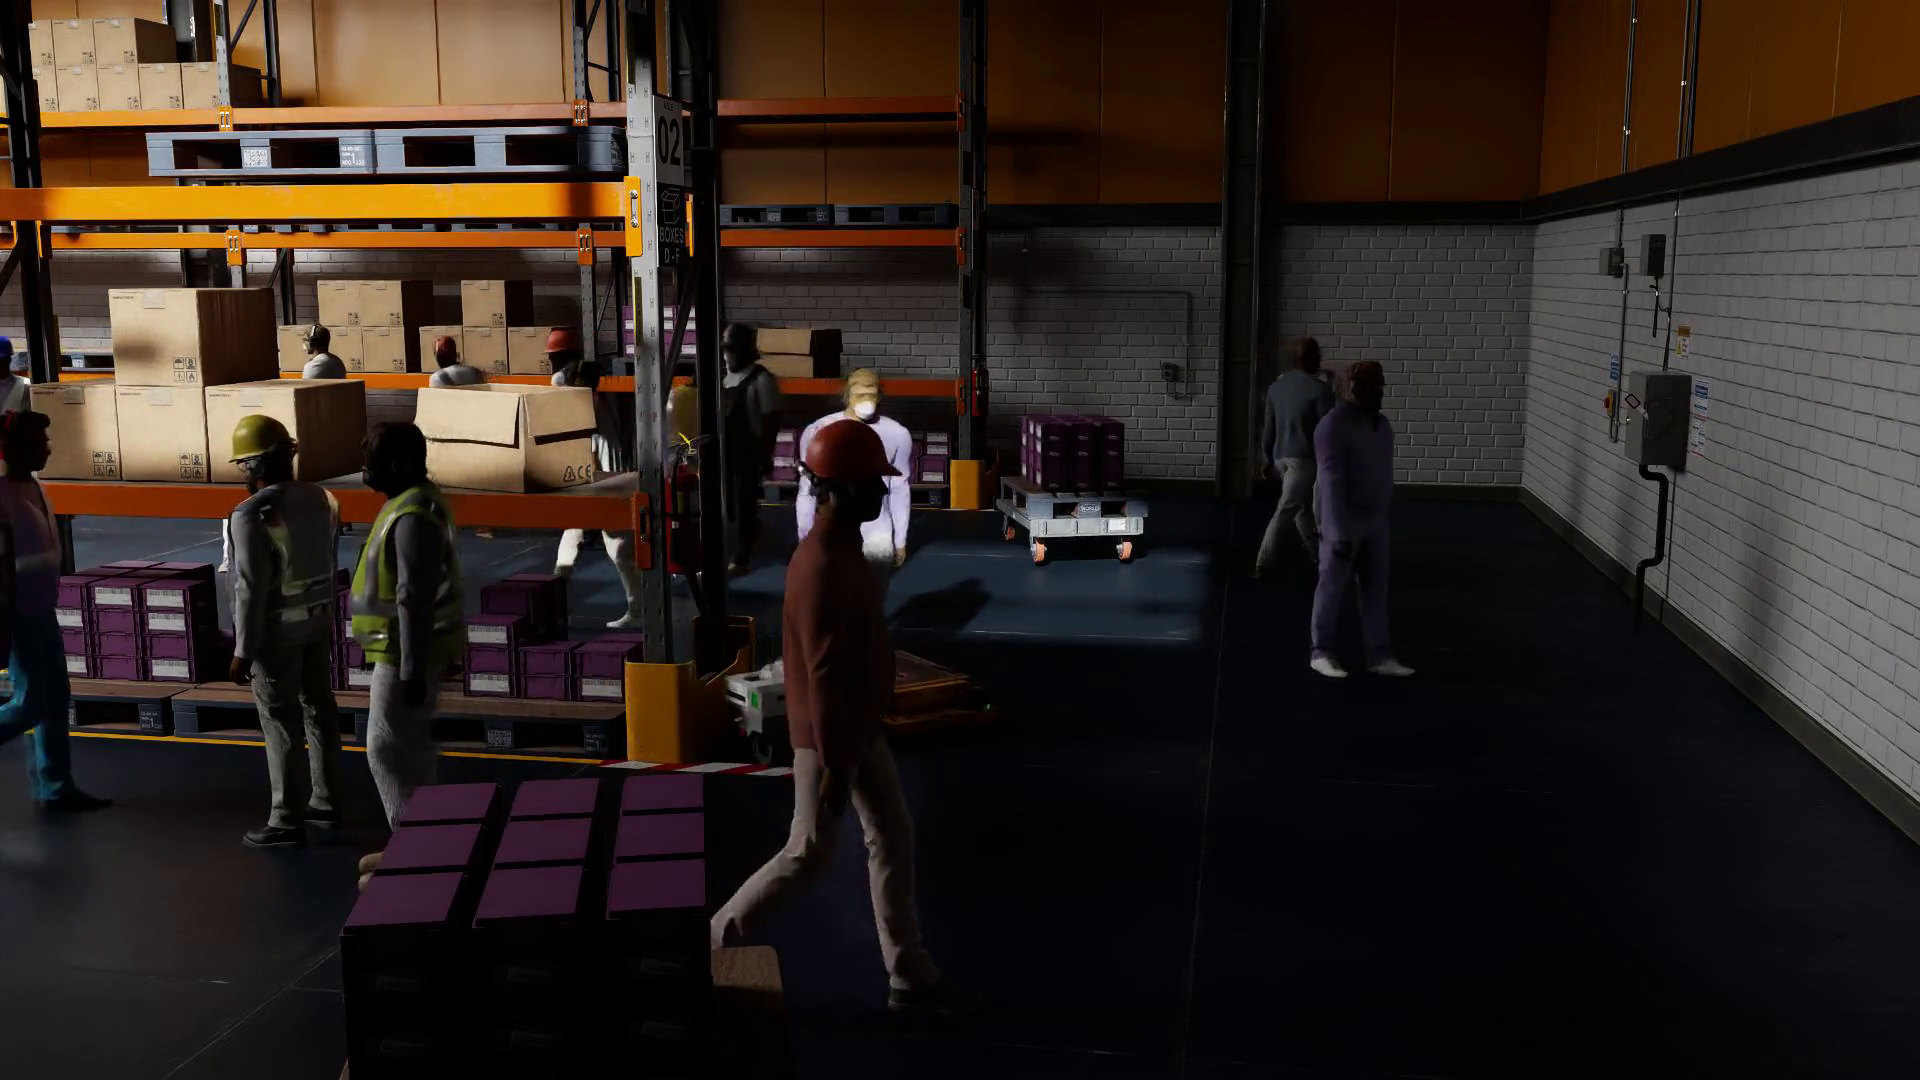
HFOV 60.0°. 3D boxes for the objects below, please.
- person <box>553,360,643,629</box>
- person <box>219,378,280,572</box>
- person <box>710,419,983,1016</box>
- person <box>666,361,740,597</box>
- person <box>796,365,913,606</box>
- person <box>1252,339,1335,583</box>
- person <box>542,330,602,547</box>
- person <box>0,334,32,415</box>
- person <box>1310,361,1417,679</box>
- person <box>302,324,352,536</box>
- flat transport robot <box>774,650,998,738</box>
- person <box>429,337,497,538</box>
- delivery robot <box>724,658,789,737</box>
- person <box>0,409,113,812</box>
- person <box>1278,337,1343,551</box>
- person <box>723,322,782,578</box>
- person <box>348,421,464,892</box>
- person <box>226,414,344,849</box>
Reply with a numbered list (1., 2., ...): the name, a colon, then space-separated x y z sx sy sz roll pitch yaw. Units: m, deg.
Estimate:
1. person: -2.546 -0.292 11.182 0.968 1.823 0.519 2 9 12
2. person: -5.750 -0.734 13.376 0.608 1.996 0.379 -2 9 -13
3. person: -0.446 0.594 5.268 0.958 1.964 0.624 1 9 3
4. person: -2.014 -0.463 12.349 0.774 1.798 0.429 0 9 1
5. person: -0.601 -0.034 9.337 0.657 1.913 0.700 -2 9 -12
6. person: 2.669 -0.620 13.042 1.084 1.881 0.629 -5 10 -29
7. person: -3.350 -0.856 14.438 0.555 1.908 0.553 2 9 15
8. person: -7.251 -0.597 12.672 0.606 1.947 0.406 -3 10 -19
9. person: 2.381 -0.108 9.853 0.666 1.905 0.484 -7 12 -38
10. person: -5.797 -1.000 15.206 0.379 1.940 0.629 0 9 3
11. flat transport robot: -0.452 0.799 9.203 0.652 0.197 1.431 -6 11 -32
12. person: -4.571 -0.945 15.260 0.990 1.816 0.613 6 11 32
13. delivery robot: -0.815 0.755 8.308 0.707 0.478 0.477 -7 11 -36
14. person: -4.161 0.336 7.275 0.614 1.824 0.571 -2 9 -11
15. person: 3.011 -0.823 14.386 0.578 1.846 0.754 5 10 26
16. person: -1.738 -0.735 13.248 0.697 2.000 0.679 7 11 36
17. person: -2.188 0.446 6.556 0.463 1.839 0.650 -2 9 -15
18. person: -2.845 0.383 6.981 0.403 1.823 0.588 3 10 17
